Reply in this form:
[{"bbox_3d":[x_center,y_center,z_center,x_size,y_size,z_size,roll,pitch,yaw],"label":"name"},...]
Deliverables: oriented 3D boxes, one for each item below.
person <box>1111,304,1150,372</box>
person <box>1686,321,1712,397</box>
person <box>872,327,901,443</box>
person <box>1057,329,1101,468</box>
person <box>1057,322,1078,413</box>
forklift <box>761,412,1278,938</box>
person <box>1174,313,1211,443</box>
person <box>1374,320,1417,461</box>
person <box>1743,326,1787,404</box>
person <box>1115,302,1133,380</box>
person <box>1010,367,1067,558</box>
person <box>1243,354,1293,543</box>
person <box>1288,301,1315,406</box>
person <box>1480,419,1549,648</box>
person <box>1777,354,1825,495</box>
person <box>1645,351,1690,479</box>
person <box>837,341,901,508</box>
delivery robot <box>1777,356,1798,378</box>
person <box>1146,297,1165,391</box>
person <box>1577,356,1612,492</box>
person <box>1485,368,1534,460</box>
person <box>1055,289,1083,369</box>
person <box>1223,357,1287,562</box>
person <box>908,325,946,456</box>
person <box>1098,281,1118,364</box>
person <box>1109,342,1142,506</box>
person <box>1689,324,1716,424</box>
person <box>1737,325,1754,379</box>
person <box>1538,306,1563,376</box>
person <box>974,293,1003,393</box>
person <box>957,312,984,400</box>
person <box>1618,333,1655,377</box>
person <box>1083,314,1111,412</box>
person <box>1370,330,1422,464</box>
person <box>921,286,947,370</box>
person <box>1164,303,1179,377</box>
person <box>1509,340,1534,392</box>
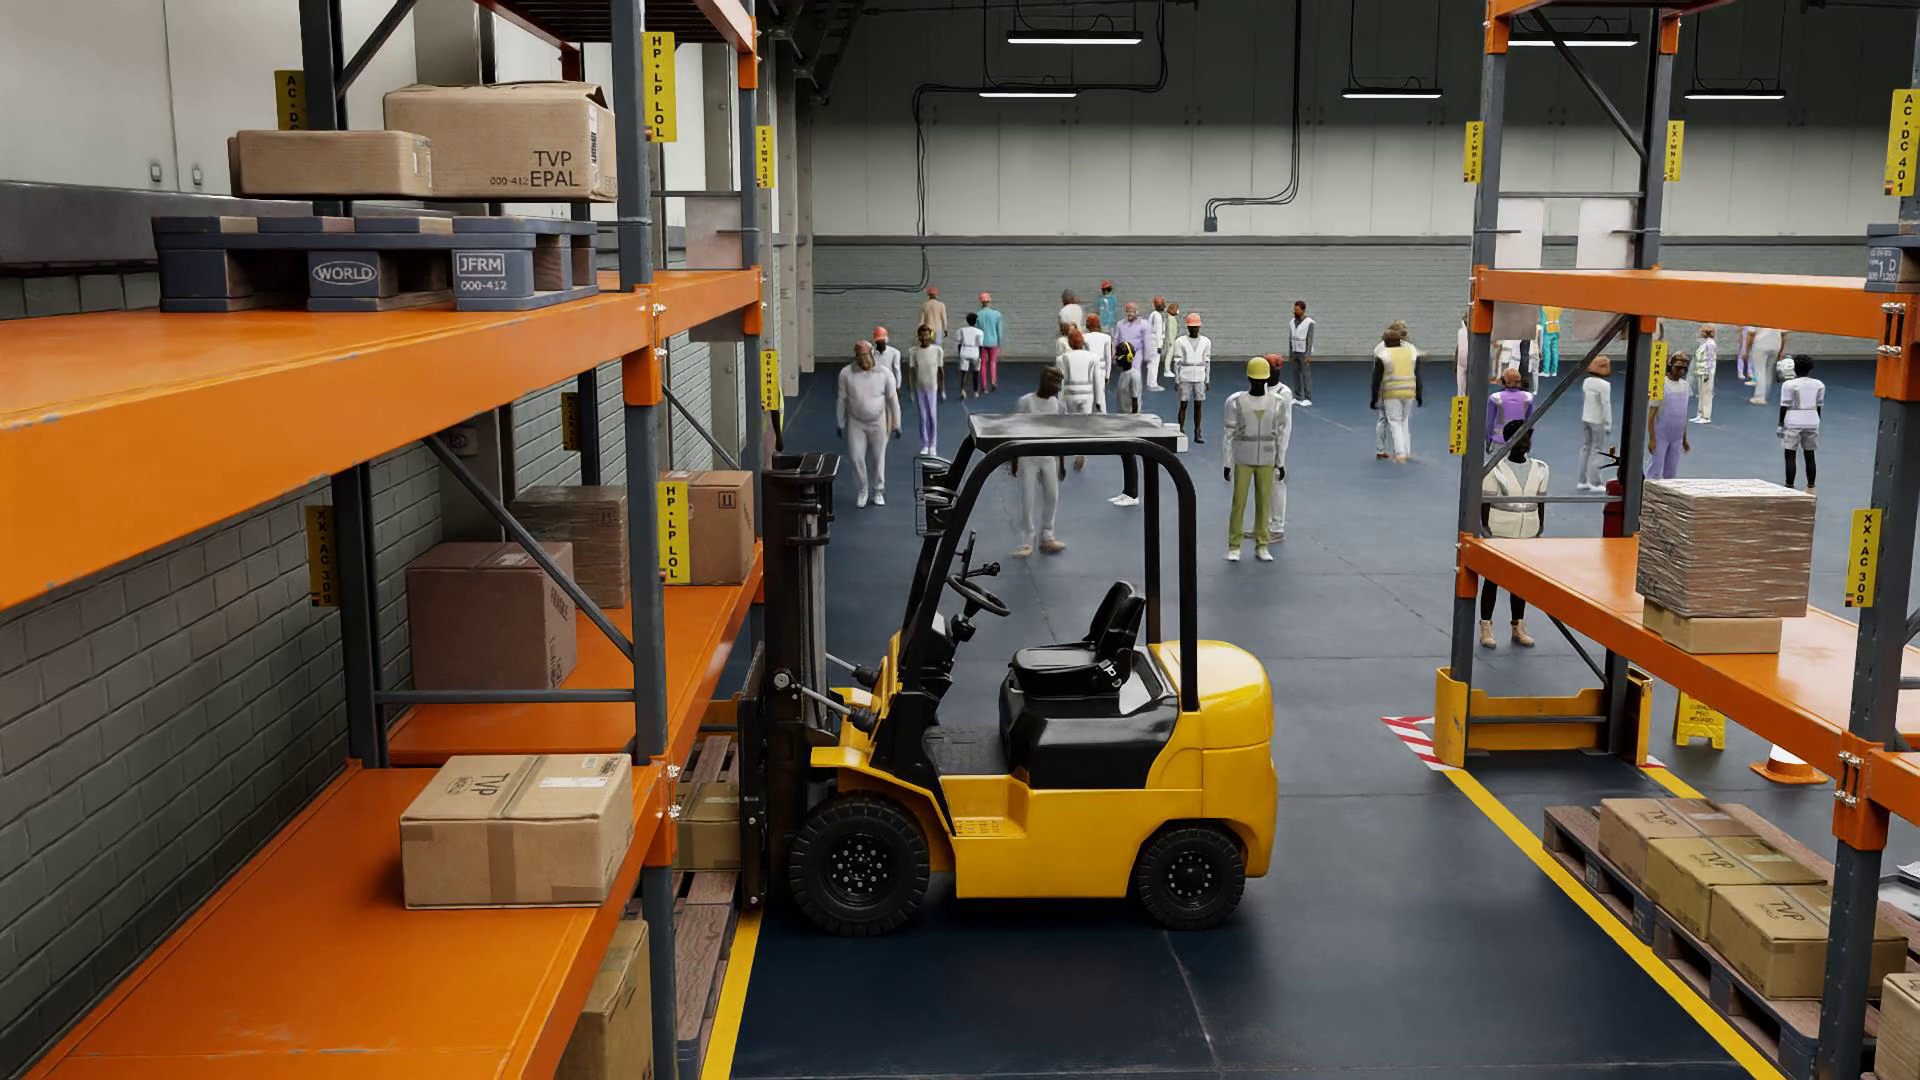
[{"bbox_3d":[3.029,-3.304,29.976,0.667,1.864,0.958,7,12,35],"label":"person"},{"bbox_3d":[14.194,-3.612,32.071,0.752,1.709,0.500,3,10,14],"label":"person"},{"bbox_3d":[-1.156,-2.272,24.569,0.582,1.722,0.708,1,10,5],"label":"person"},{"bbox_3d":[1.563,-1.836,21.815,0.593,1.860,0.794,0,10,-2],"label":"person"},{"bbox_3d":[1.876,-2.883,28.282,0.519,1.627,0.372,-4,11,-23],"label":"person"},{"bbox_3d":[0.291,0.548,7.580,2.313,2.155,1.214,0,10,-2],"label":"forklift"},{"bbox_3d":[3.448,-2.390,24.661,0.551,1.936,0.356,-1,10,-6],"label":"person"},{"bbox_3d":[5.928,-2.034,22.707,0.364,1.932,0.630,-10,14,-43],"label":"person"},{"bbox_3d":[14.931,-3.563,30.907,0.694,2.000,0.534,-1,10,-6],"label":"person"},{"bbox_3d":[3.540,-4.181,35.271,0.566,1.710,0.869,-9,14,-42],"label":"person"},{"bbox_3d":[0.751,-0.739,15.845,0.647,1.809,0.353,-5,11,-24],"label":"person"},{"bbox_3d":[3.087,-0.913,16.598,0.366,1.881,0.598,-3,11,-19],"label":"person"},{"bbox_3d":[6.257,-3.423,30.494,0.384,1.913,0.591,-6,12,-31],"label":"person"},{"bbox_3d":[4.079,-0.049,12.290,0.535,1.697,0.318,-1,10,-8],"label":"person"},{"bbox_3d":[9.837,-1.331,19.475,0.547,1.686,0.325,-2,10,-9],"label":"person"},{"bbox_3d":[7.506,-1.077,17.622,0.506,1.840,0.343,-4,11,-19],"label":"person"},{"bbox_3d":[-1.030,-1.298,18.715,0.709,1.880,0.650,0,10,-2],"label":"person"},{"bbox_3d":[17.672,-3.687,35.480,0.477,0.478,0.707,3,11,17],"label":"delivery robot"},{"bbox_3d":[3.954,-3.944,33.511,0.348,1.876,0.571,-1,10,-4],"label":"person"},{"bbox_3d":[7.636,-1.390,19.951,0.297,1.630,0.498,-3,10,-14],"label":"person"},{"bbox_3d":[5.949,-1.046,18.035,0.514,1.634,0.313,1,10,5],"label":"person"},{"bbox_3d":[2.352,-4.330,35.180,0.682,2.000,0.977,-10,14,-44],"label":"person"},{"bbox_3d":[2.759,-0.749,15.556,0.594,1.922,0.386,-1,10,-4],"label":"person"},{"bbox_3d":[-0.473,-2.066,23.142,0.510,1.832,0.833,1,10,4],"label":"person"},{"bbox_3d":[3.576,-5.304,40.609,0.395,2.039,0.614,10,14,43],"label":"person"},{"bbox_3d":[1.891,-1.318,18.918,0.335,1.860,0.508,-2,10,-10],"label":"person"},{"bbox_3d":[12.297,-2.740,27.441,0.308,1.641,0.515,2,10,9],"label":"person"},{"bbox_3d":[17.229,-4.426,36.262,0.508,1.846,0.345,-2,10,-10],"label":"person"},{"bbox_3d":[13.132,-4.598,37.014,0.590,1.919,0.395,-5,11,-25],"label":"person"},{"bbox_3d":[0.515,-3.899,32.944,0.650,1.977,0.432,-2,10,-11],"label":"person"},{"bbox_3d":[0.181,-3.495,31.608,0.522,1.655,0.862,1,10,8],"label":"person"},{"bbox_3d":[14.876,-4.359,36.254,0.929,1.717,0.548,-4,11,-19],"label":"person"},{"bbox_3d":[2.044,-2.527,25.574,0.574,1.884,0.356,-3,11,-18],"label":"person"},{"bbox_3d":[5.909,-1.932,22.509,0.653,1.797,0.559,-2,10,-12],"label":"person"},{"bbox_3d":[-0.625,-4.857,38.303,0.613,1.974,0.773,4,11,20],"label":"person"},{"bbox_3d":[4.702,-4.435,36.932,0.280,1.627,0.498,2,10,13],"label":"person"},{"bbox_3d":[8.679,-2.562,25.702,0.397,1.911,0.588,2,10,9],"label":"person"}]
